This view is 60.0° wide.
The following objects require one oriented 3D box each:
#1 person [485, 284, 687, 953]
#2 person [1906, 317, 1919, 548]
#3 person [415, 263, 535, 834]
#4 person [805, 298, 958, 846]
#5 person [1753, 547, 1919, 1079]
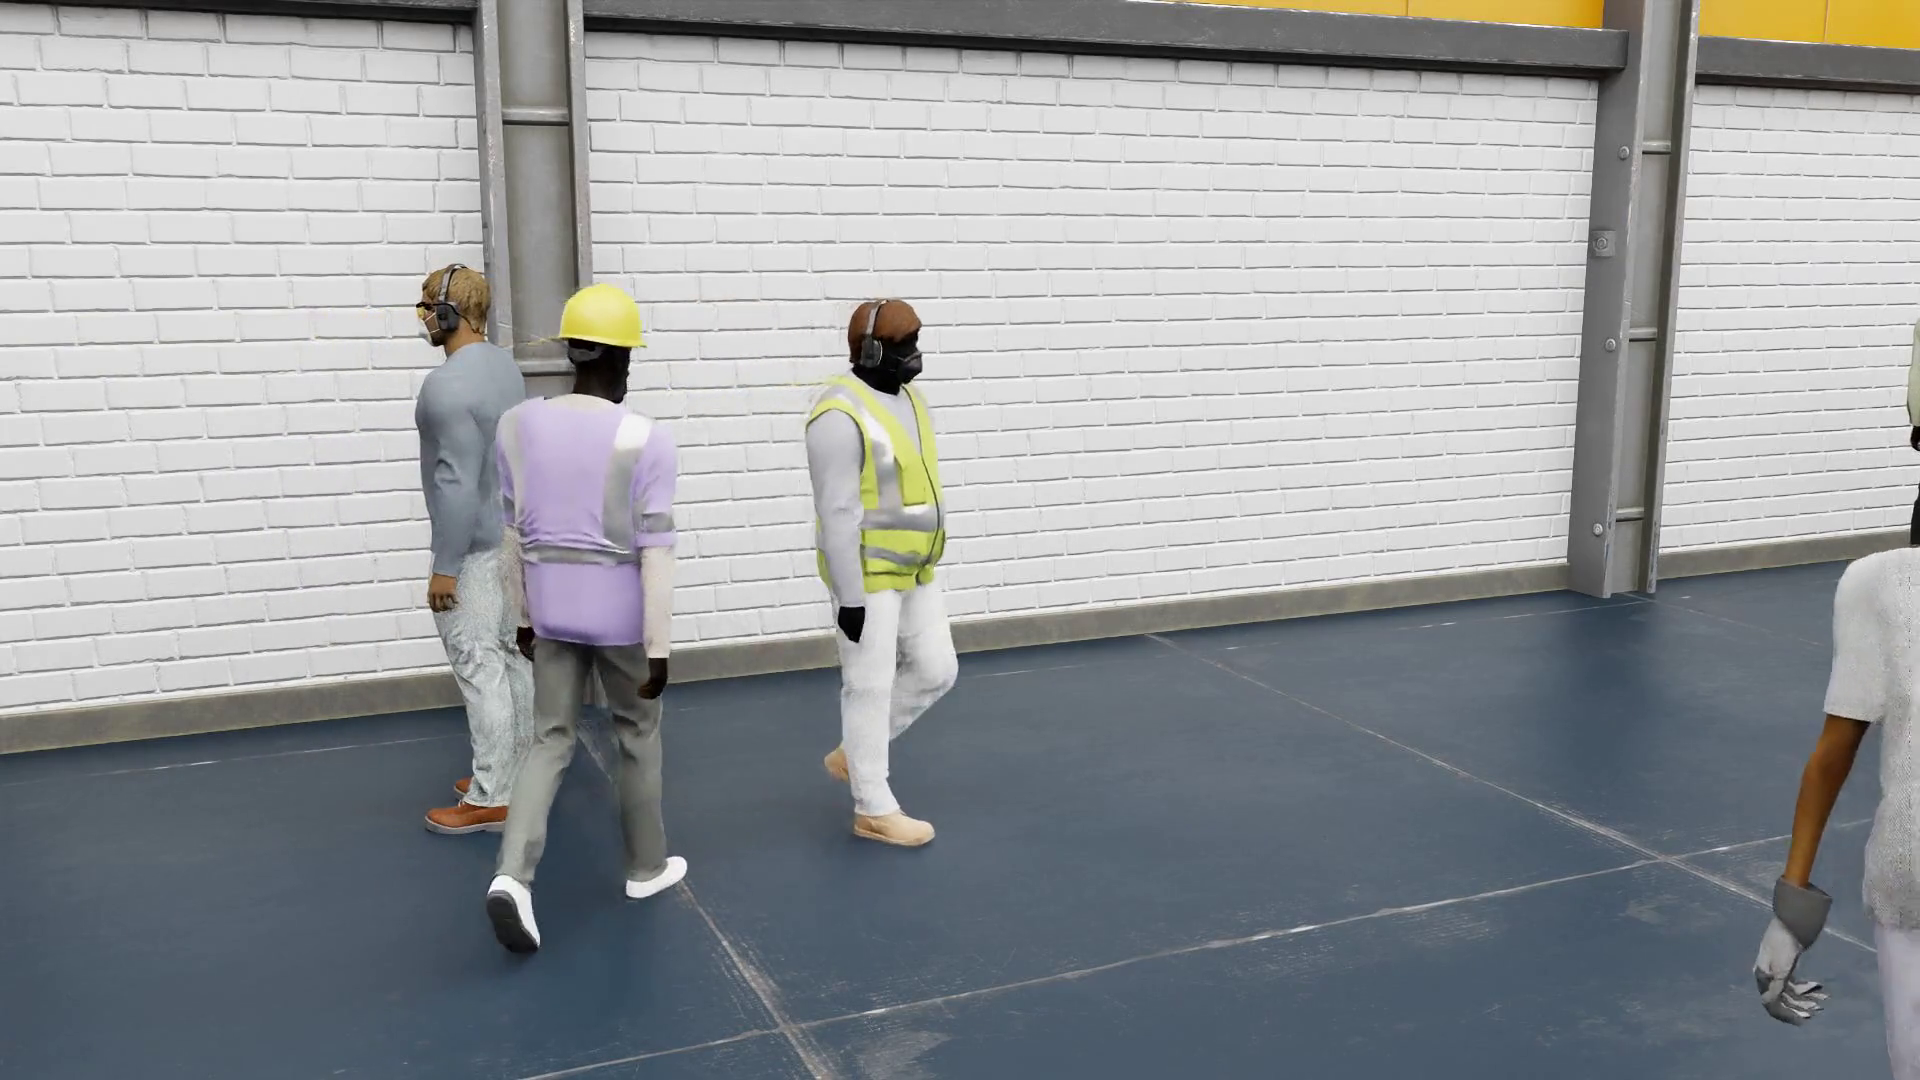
[{"bbox_3d":[-1.089,0.219,4.801,0.599,1.899,0.843,3,11,15],"label":"person"},{"bbox_3d":[5.640,-0.655,9.335,0.378,1.996,0.611,-7,12,-34],"label":"person"},{"bbox_3d":[-1.667,0.033,5.702,0.361,1.938,0.635,0,10,3],"label":"person"},{"bbox_3d":[-0.258,0.117,5.534,0.437,1.830,0.653,5,11,26],"label":"person"},{"bbox_3d":[1.532,0.642,2.596,0.788,1.838,0.540,-9,14,-41],"label":"person"}]
